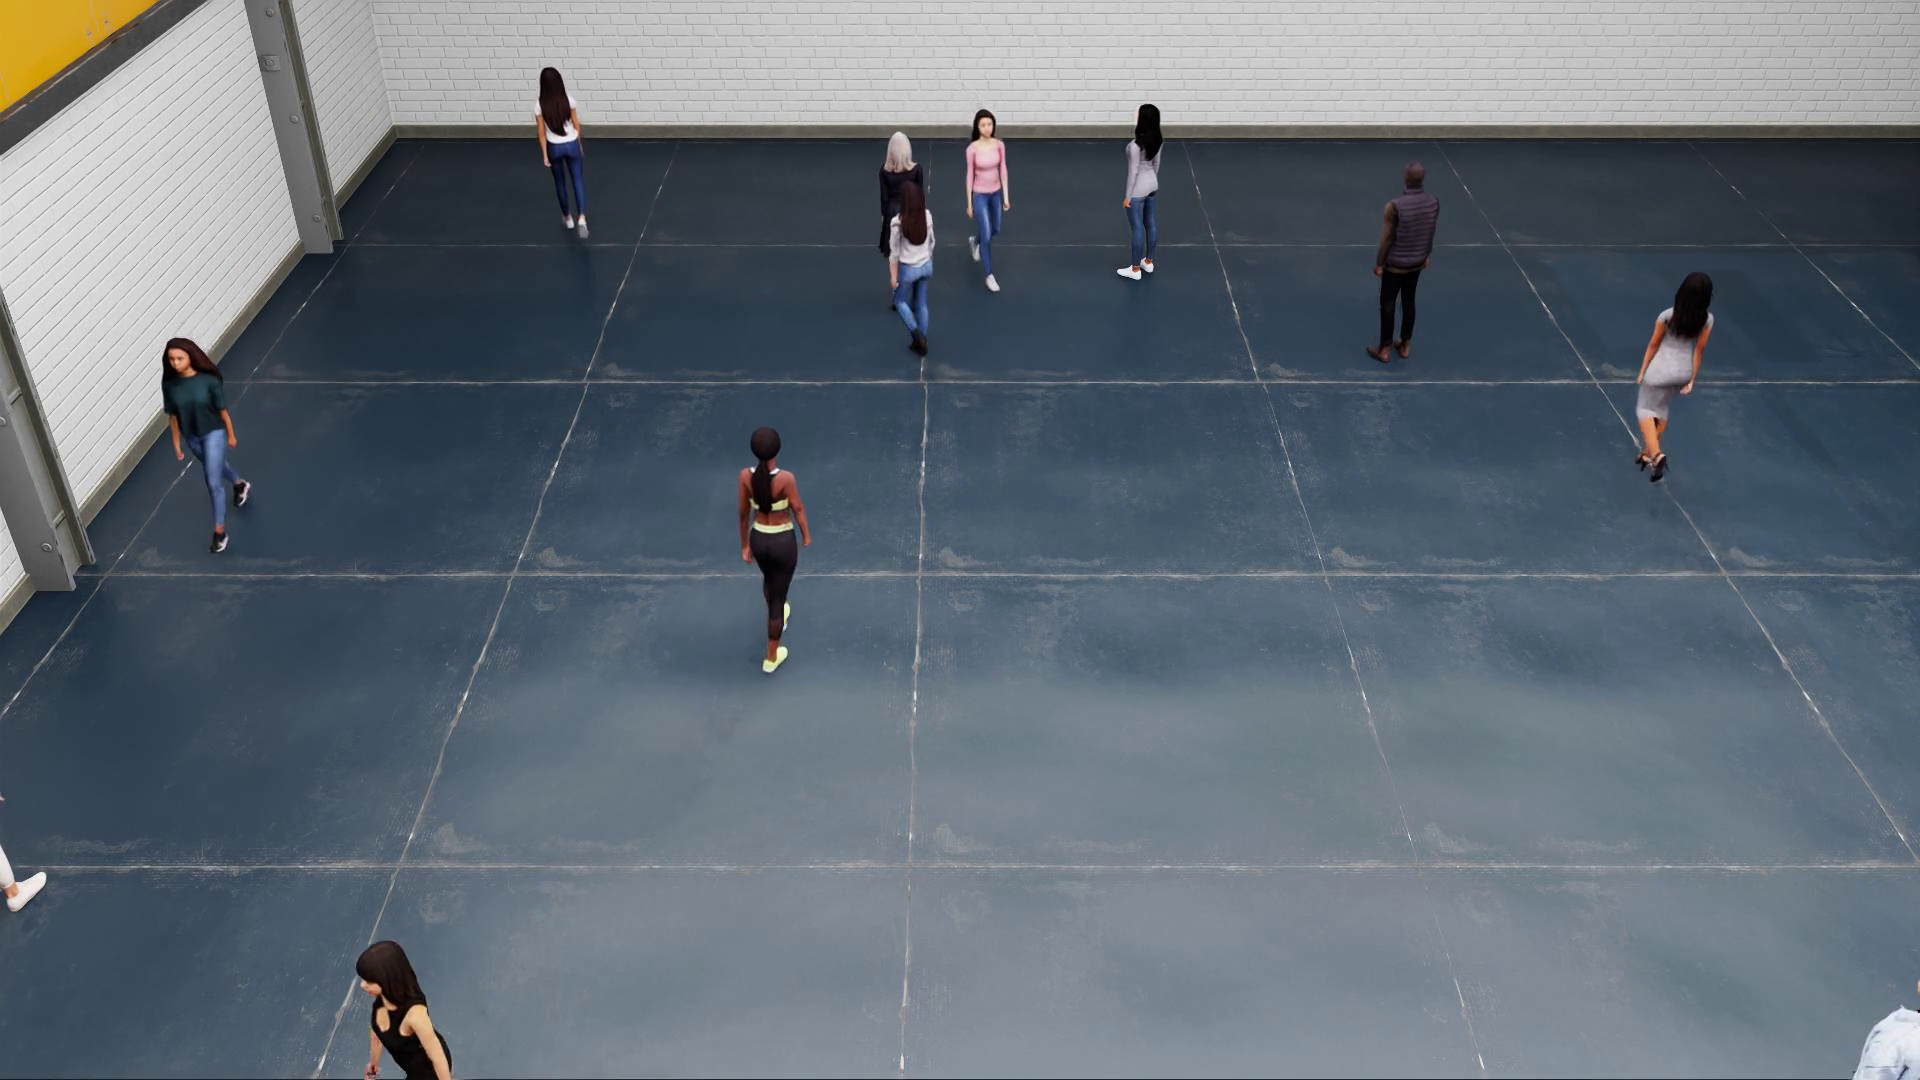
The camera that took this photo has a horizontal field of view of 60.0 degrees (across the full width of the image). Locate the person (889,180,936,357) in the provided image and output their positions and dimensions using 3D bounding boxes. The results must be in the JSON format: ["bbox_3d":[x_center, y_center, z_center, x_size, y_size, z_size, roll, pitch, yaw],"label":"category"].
[{"bbox_3d":[-0.368,-2.356,14.743,0.788,1.613,0.831,-20,38,-27],"label":"person"}]

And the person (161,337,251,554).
[{"bbox_3d":[-5.627,-0.805,12.445,0.608,1.573,1.110,-2,34,-3],"label":"person"}]

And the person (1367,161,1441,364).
[{"bbox_3d":[3.916,-2.459,14.696,0.766,1.836,0.688,-11,35,-15],"label":"person"}]

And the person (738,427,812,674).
[{"bbox_3d":[-1.257,0.113,10.926,0.726,1.726,0.975,10,35,14],"label":"person"}]

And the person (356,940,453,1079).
[{"bbox_3d":[-2.377,2.379,7.601,0.791,1.633,0.733,-23,40,-30],"label":"person"}]

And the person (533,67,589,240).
[{"bbox_3d":[-4.025,-3.914,16.963,0.778,1.749,1.107,-9,35,-13],"label":"person"}]

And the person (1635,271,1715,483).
[{"bbox_3d":[5.500,-1.205,12.880,0.581,1.758,0.873,1,34,2],"label":"person"}]

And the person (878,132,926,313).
[{"bbox_3d":[-0.540,-2.959,15.529,0.630,1.747,0.605,-5,34,-7],"label":"person"}]

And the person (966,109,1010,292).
[{"bbox_3d":[0.238,-3.342,16.125,0.845,1.726,1.082,-14,36,-20],"label":"person"}]

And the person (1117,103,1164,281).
[{"bbox_3d":[1.789,-3.398,16.199,0.742,1.736,0.676,28,42,35],"label":"person"}]
